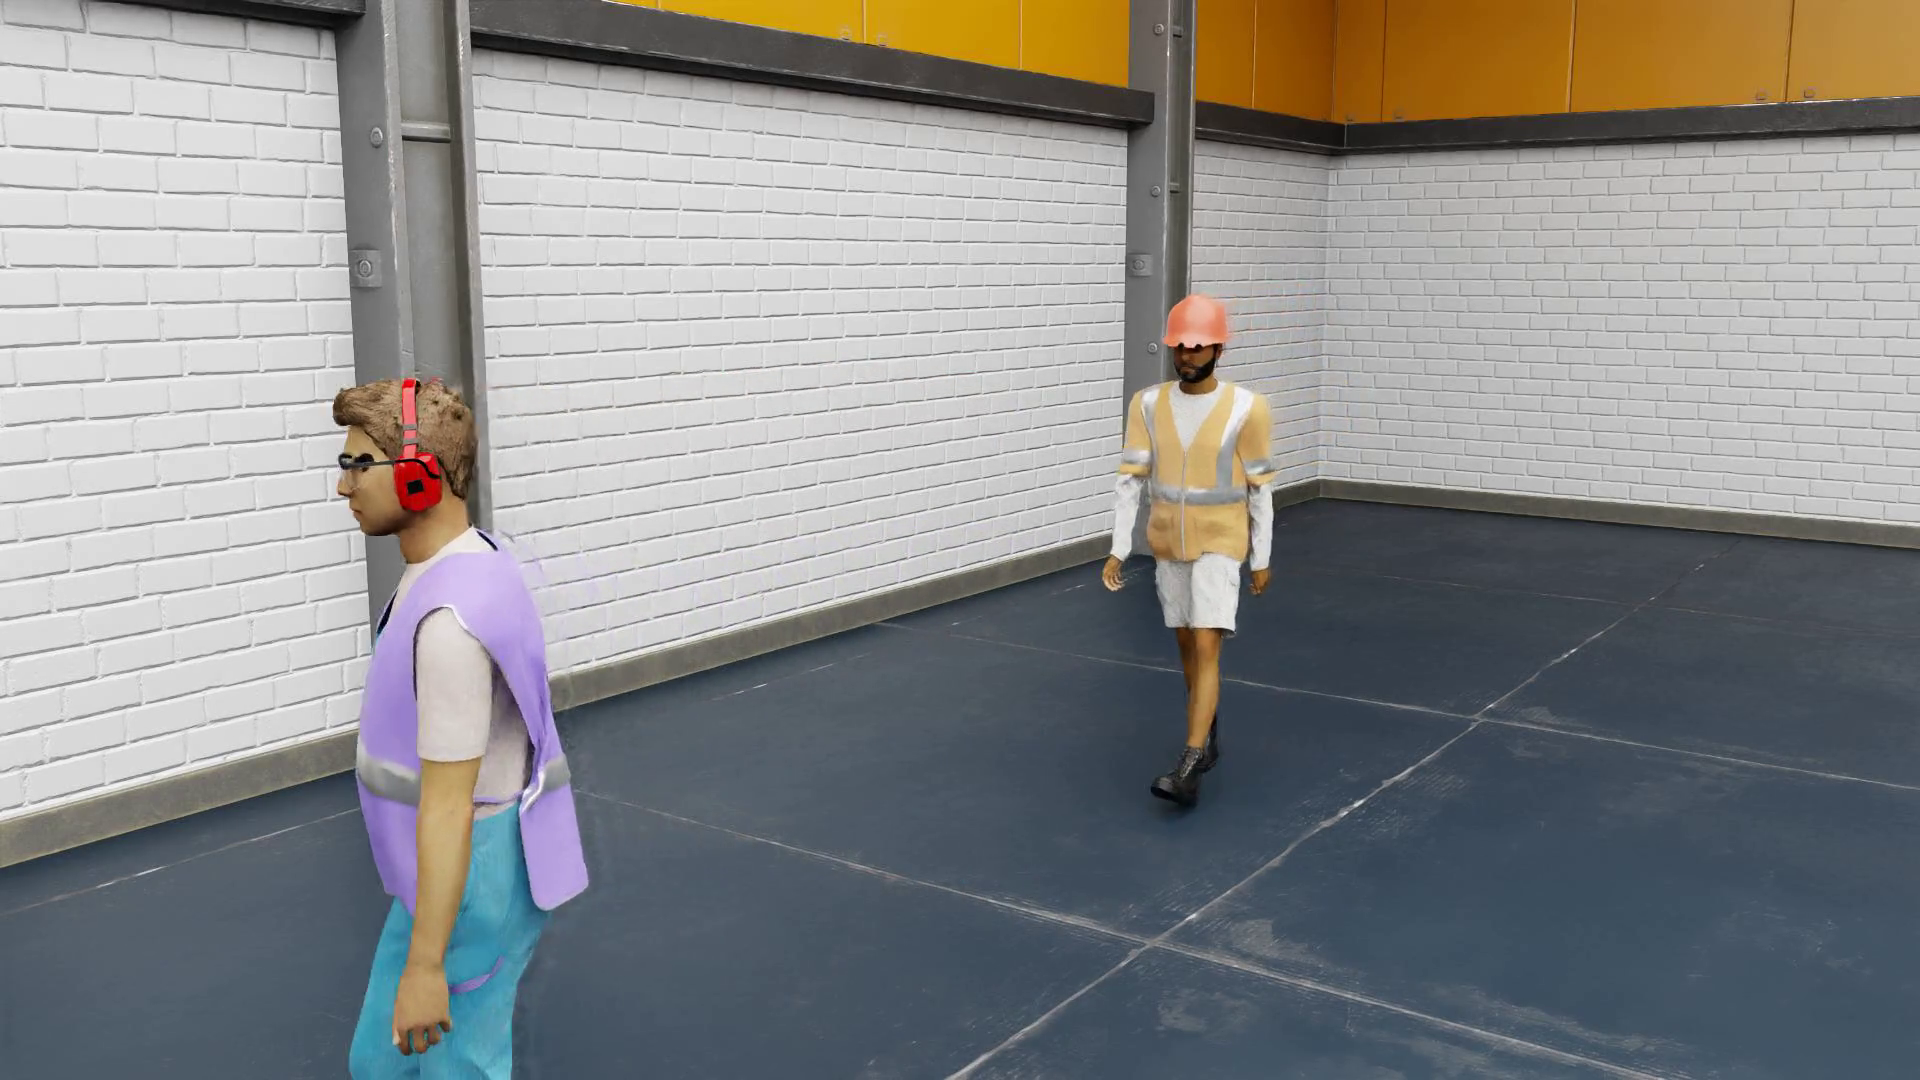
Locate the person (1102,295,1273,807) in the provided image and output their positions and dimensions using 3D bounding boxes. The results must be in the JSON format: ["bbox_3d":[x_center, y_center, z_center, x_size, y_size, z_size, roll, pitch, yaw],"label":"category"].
[{"bbox_3d":[0.858,0.031,6.293,0.562,1.888,0.966,5,11,29],"label":"person"}]

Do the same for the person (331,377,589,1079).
[{"bbox_3d":[-0.886,0.630,2.927,0.443,1.830,0.562,-3,10,-20],"label":"person"}]
